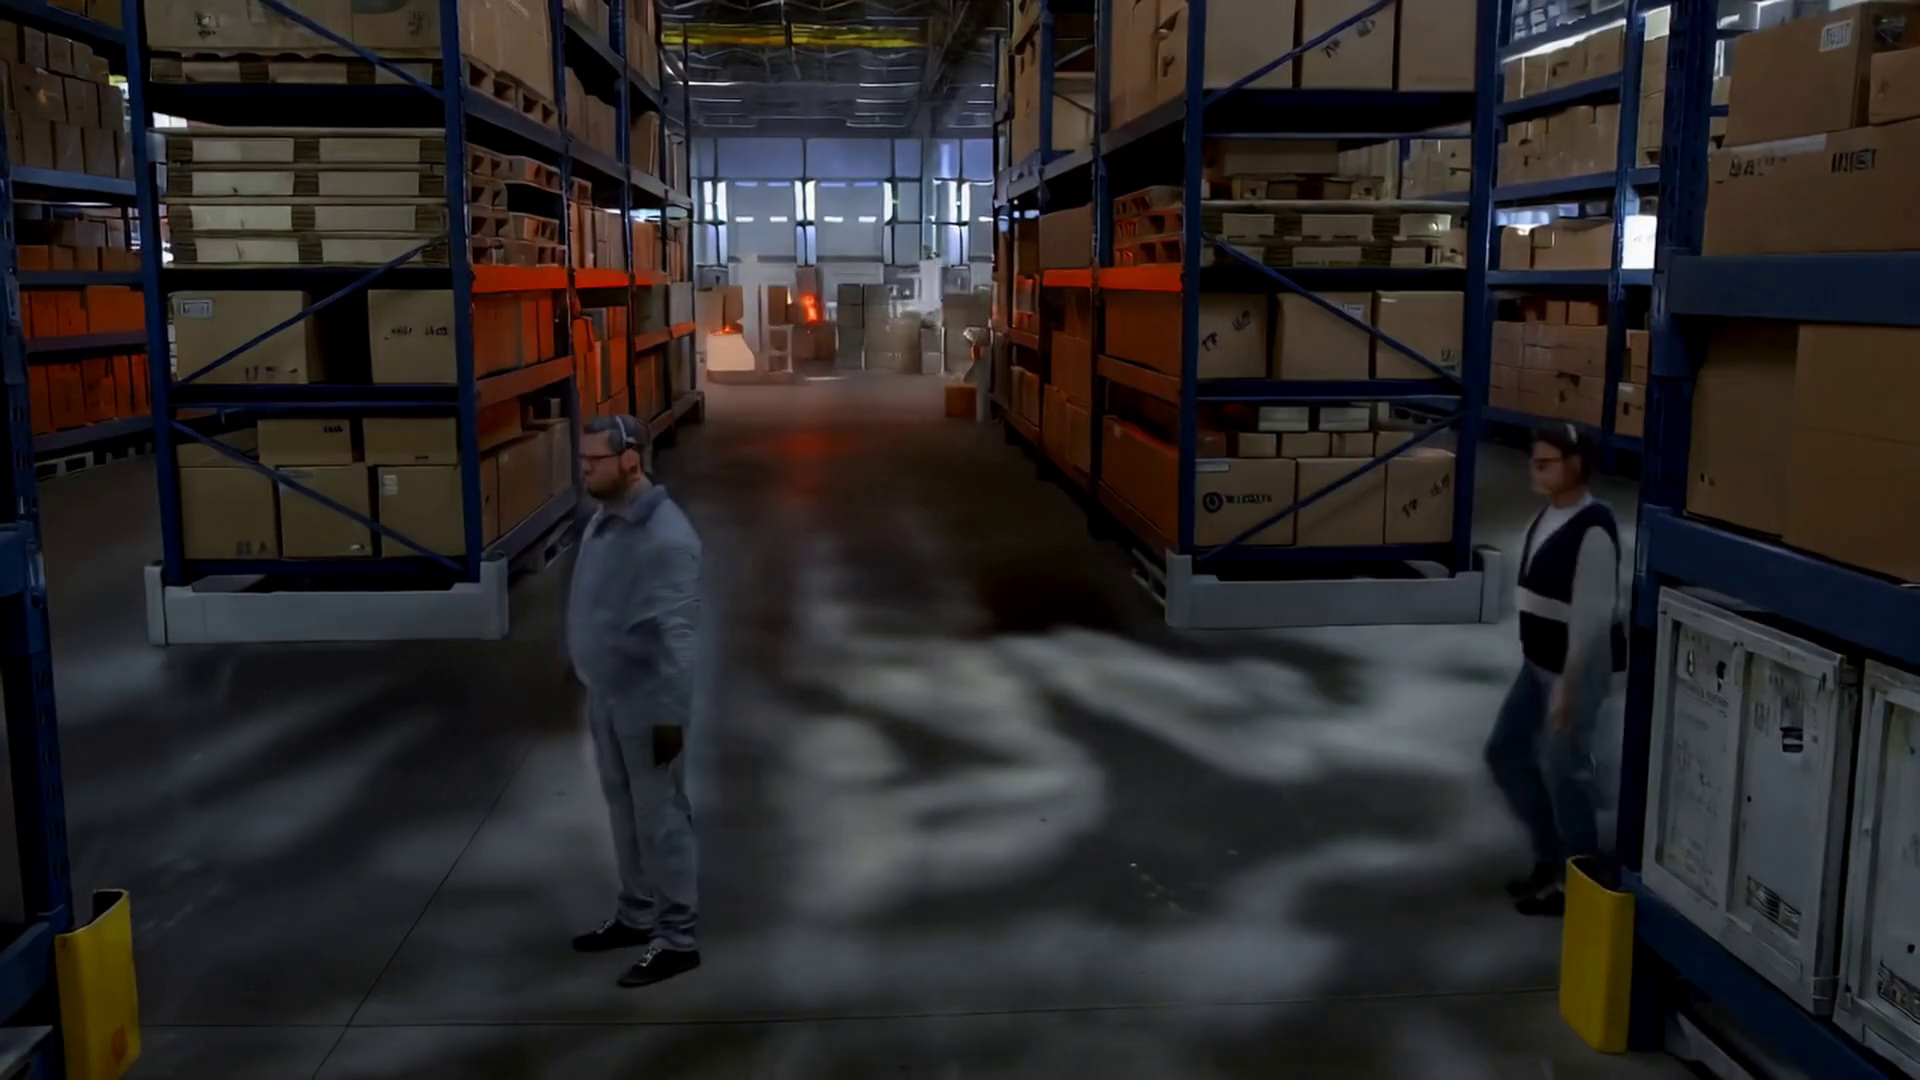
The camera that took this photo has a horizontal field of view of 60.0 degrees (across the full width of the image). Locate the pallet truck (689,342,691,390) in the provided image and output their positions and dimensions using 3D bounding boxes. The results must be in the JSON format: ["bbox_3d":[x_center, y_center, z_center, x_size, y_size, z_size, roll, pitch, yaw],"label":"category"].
[{"bbox_3d":[-5.225,-3.008,27.480,1.885,1.965,0.823,2,9,14],"label":"pallet truck"}]

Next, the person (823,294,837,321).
[{"bbox_3d":[-4.504,-7.715,57.977,0.537,1.696,0.318,-4,10,-24],"label":"person"}]

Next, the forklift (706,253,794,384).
[{"bbox_3d":[-4.559,-4.820,36.098,1.873,2.768,1.129,-1,9,-4],"label":"forklift"}]

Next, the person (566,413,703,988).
[{"bbox_3d":[-1.111,0.526,5.573,0.403,1.906,0.652,-6,11,-34],"label":"person"}]

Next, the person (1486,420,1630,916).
[{"bbox_3d":[2.192,0.482,6.064,0.443,1.832,0.567,0,9,-2],"label":"person"}]

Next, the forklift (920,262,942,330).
[{"bbox_3d":[-1.021,-8.317,58.054,1.873,2.768,1.129,5,10,27],"label":"forklift"}]

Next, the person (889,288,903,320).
[{"bbox_3d":[-2.298,-7.823,57.951,0.639,1.927,0.387,3,10,19],"label":"person"}]
